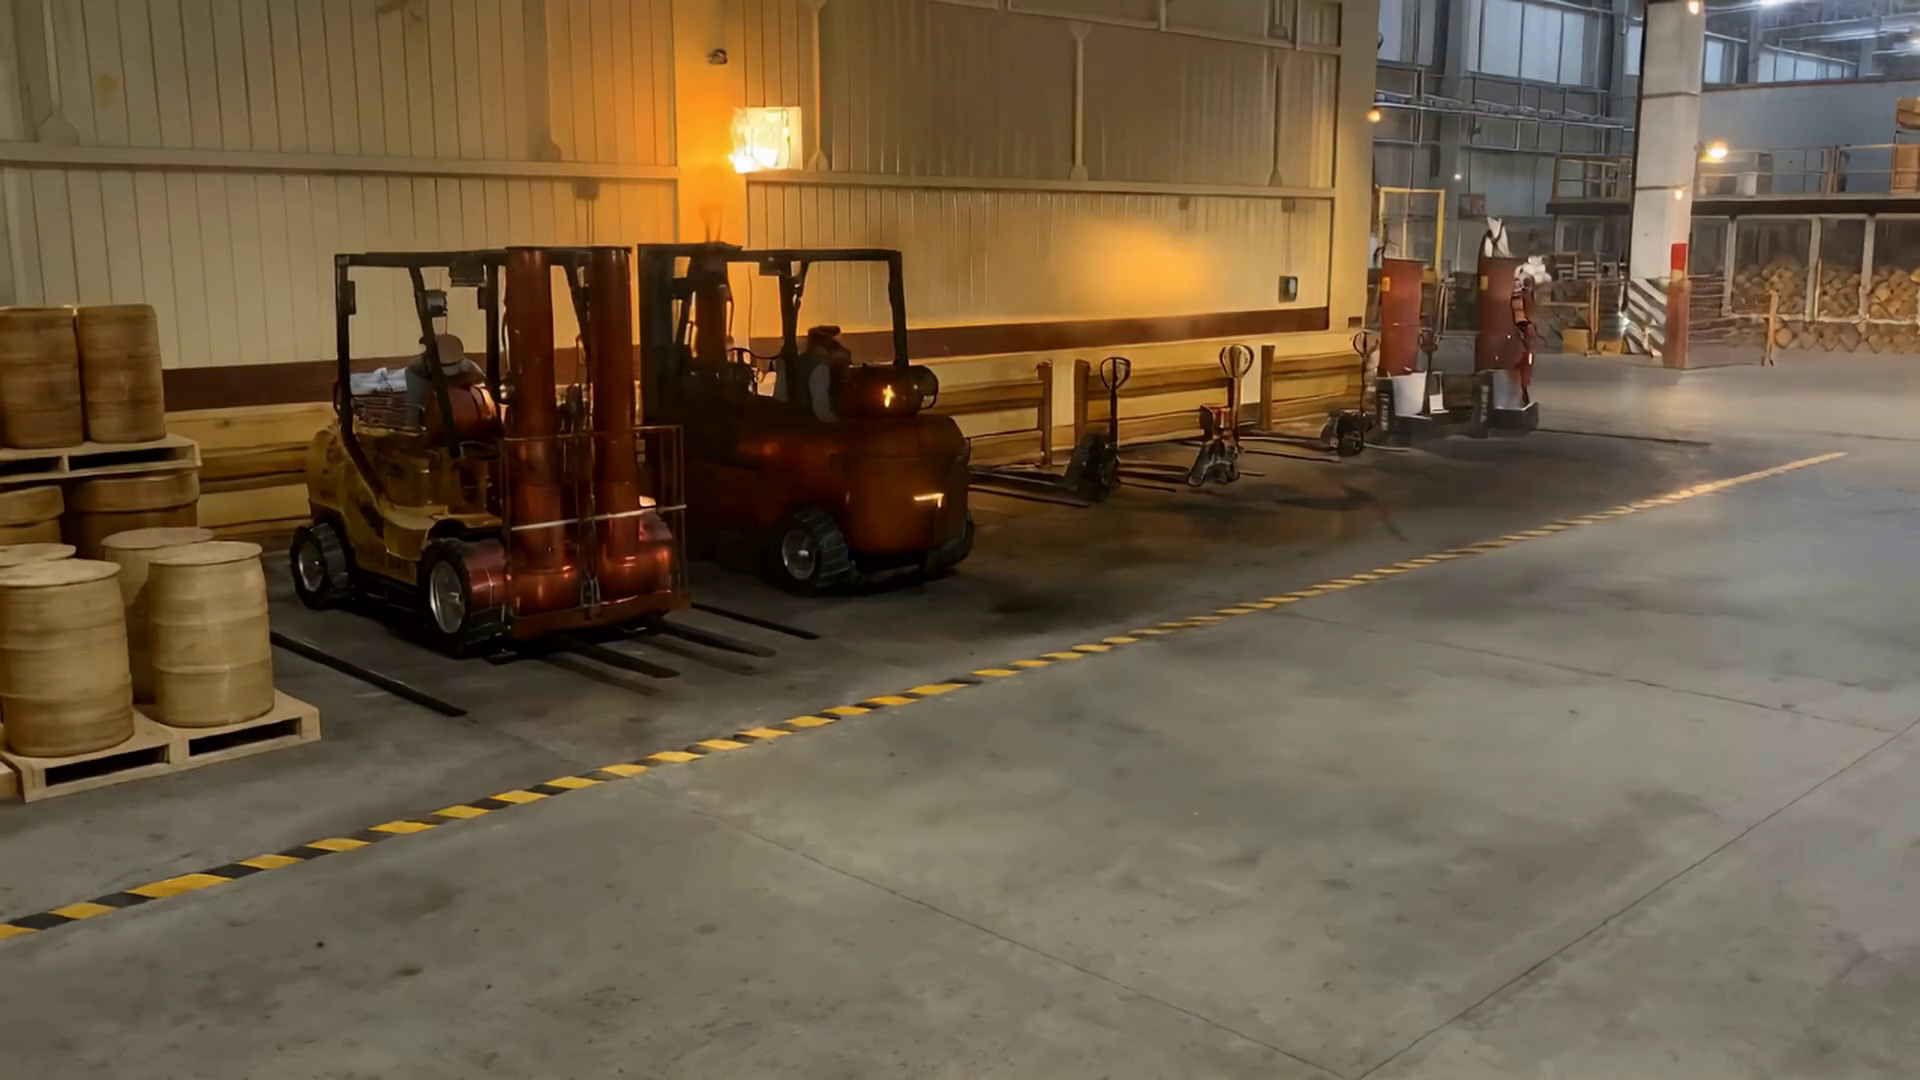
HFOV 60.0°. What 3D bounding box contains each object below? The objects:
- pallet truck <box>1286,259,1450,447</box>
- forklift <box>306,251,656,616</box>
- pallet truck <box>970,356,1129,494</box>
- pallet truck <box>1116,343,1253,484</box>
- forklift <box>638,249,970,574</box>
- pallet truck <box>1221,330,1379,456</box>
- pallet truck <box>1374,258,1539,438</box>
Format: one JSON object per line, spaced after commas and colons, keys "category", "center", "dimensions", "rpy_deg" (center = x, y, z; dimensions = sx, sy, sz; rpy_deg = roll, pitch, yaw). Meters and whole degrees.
{"category": "pallet truck", "center": [4.493, -2.078, 18.196], "dimensions": [0.823, 1.965, 1.885], "rpy_deg": [-9, 14, -40]}
{"category": "forklift", "center": [-2.833, -0.669, 9.694], "dimensions": [1.157, 1.987, 2.680], "rpy_deg": [-10, 14, -44]}
{"category": "pallet truck", "center": [0.784, -1.085, 14.876], "dimensions": [0.680, 1.201, 1.601], "rpy_deg": [-10, 14, -44]}
{"category": "pallet truck", "center": [1.962, -1.215, 15.415], "dimensions": [1.522, 1.261, 0.704], "rpy_deg": [10, 14, 43]}
{"category": "forklift", "center": [-1.173, -0.958, 11.239], "dimensions": [2.680, 1.987, 1.157], "rpy_deg": [10, 14, 43]}
{"category": "pallet truck", "center": [3.563, -1.581, 17.381], "dimensions": [0.653, 1.274, 1.630], "rpy_deg": [-10, 14, -44]}
{"category": "pallet truck", "center": [5.704, -2.208, 18.901], "dimensions": [1.885, 1.965, 0.823], "rpy_deg": [10, 14, 43]}
